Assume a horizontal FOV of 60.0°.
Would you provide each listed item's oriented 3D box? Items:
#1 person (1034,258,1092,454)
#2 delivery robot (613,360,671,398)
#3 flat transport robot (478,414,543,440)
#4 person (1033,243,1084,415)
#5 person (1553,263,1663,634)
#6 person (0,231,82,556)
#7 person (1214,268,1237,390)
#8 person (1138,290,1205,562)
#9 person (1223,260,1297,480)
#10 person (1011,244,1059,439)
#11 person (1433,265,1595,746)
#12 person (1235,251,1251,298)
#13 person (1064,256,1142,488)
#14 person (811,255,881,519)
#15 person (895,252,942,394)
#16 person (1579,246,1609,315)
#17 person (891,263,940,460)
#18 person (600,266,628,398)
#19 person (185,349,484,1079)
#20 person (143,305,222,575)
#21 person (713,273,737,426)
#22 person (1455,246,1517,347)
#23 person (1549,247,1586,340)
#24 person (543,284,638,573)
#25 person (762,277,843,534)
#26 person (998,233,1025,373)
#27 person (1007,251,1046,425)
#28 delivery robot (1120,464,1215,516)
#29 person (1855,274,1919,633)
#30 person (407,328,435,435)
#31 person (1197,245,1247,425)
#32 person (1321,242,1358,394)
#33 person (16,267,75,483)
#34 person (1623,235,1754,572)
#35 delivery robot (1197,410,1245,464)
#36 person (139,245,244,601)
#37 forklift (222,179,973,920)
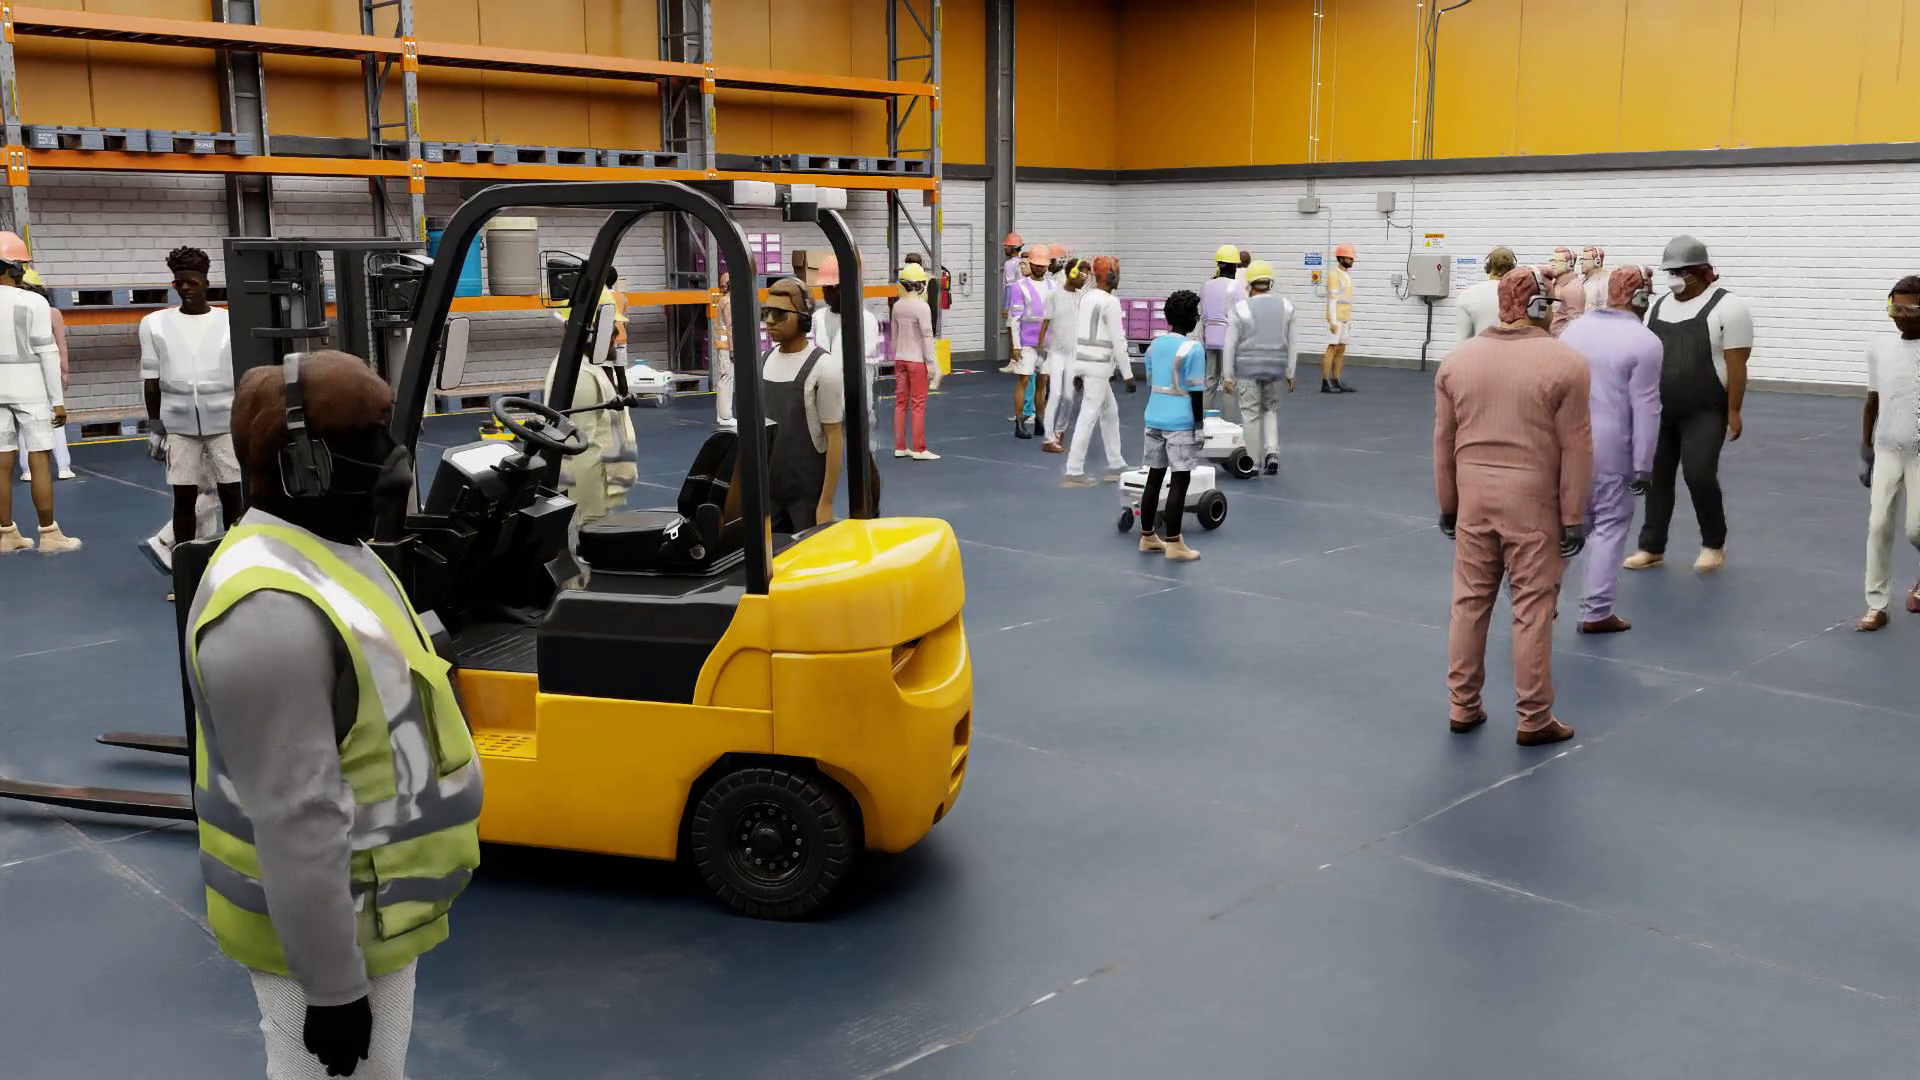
[{"bbox_3d":[0.964,-1.745,15.675,0.590,1.825,0.646,-5,12,-25],"label":"person"},{"bbox_3d":[-3.771,-1.879,19.588,0.707,0.478,0.477,1,10,3],"label":"delivery robot"},{"bbox_3d":[-4.067,-1.151,16.647,1.431,0.197,0.652,-4,11,-18],"label":"flat transport robot"},{"bbox_3d":[1.205,-2.377,18.805,0.974,1.953,0.636,-3,11,-15],"label":"person"},{"bbox_3d":[3.220,-0.451,8.431,0.524,1.882,0.688,-5,12,-26],"label":"person"},{"bbox_3d":[-5.941,-0.910,10.497,0.607,2.044,0.371,1,10,4],"label":"person"},{"bbox_3d":[3.498,-2.835,21.853,0.516,1.713,0.691,7,12,32],"label":"person"},{"bbox_3d":[1.340,-0.713,10.400,0.324,1.688,0.536,-5,12,-27],"label":"person"},{"bbox_3d":[2.461,-1.392,13.731,0.620,1.818,0.424,-2,11,-11],"label":"person"},{"bbox_3d":[0.775,-1.978,16.633,0.547,1.930,0.384,-6,12,-29],"label":"person"},{"bbox_3d":[2.218,-0.136,6.664,0.643,1.905,0.400,10,14,44],"label":"person"},{"bbox_3d":[3.910,-3.140,23.339,0.629,1.789,0.965,-2,11,-11],"label":"person"},{"bbox_3d":[1.205,-1.350,13.408,0.878,1.846,0.576,-3,11,-17],"label":"person"},{"bbox_3d":[-0.802,-0.887,10.808,0.551,1.883,0.993,6,12,30],"label":"person"},{"bbox_3d":[-0.538,-2.809,21.497,0.630,1.811,0.875,6,12,28],"label":"person"},{"bbox_3d":[6.548,-2.105,17.388,0.410,1.908,0.643,-2,11,-12],"label":"person"},{"bbox_3d":[-0.413,-1.602,15.023,0.308,1.772,0.526,-9,14,-41],"label":"person"},{"bbox_3d":[-3.884,-2.195,18.456,0.318,1.697,0.536,5,11,24],"label":"person"},{"bbox_3d":[-0.991,0.616,2.723,0.429,1.847,0.622,-3,11,-15],"label":"person"},{"bbox_3d":[-4.545,-0.564,9.756,0.518,1.620,0.550,8,13,38],"label":"person"},{"bbox_3d":[-2.467,-2.031,17.751,0.318,1.630,0.512,-2,11,-13],"label":"person"},{"bbox_3d":[4.195,-1.325,13.049,0.630,1.940,0.372,3,11,15],"label":"person"},{"bbox_3d":[5.586,-1.777,15.582,0.410,1.913,0.651,0,10,2],"label":"person"},{"bbox_3d":[-1.595,-0.200,7.210,0.403,1.829,0.599,-3,11,-16],"label":"person"},{"bbox_3d":[-0.723,-0.195,7.141,0.508,1.847,0.345,8,13,36],"label":"person"},{"bbox_3d":[0.787,-3.484,24.526,0.363,2.048,0.608,5,12,26],"label":"person"},{"bbox_3d":[0.769,-2.168,17.888,0.388,1.849,0.565,-5,11,-25],"label":"person"},{"bbox_3d":[1.426,-0.381,11.421,0.707,0.478,0.477,-9,14,-42],"label":"delivery robot"},{"bbox_3d":[4.927,-0.446,8.559,0.677,1.837,0.549,-9,13,-39],"label":"person"},{"bbox_3d":[-5.484,-1.788,16.448,0.539,1.610,0.484,-2,11,-11],"label":"person"},{"bbox_3d":[2.584,-1.913,16.284,0.369,1.928,0.585,-9,14,-42],"label":"person"},{"bbox_3d":[4.899,-2.844,21.348,0.377,1.934,0.552,7,13,35],"label":"person"},{"bbox_3d":[-7.626,-1.352,13.685,0.526,1.762,0.336,-5,11,-25],"label":"person"},{"bbox_3d":[4.325,-0.814,9.982,0.535,2.000,0.735,-7,12,-34],"label":"person"},{"bbox_3d":[2.125,-0.850,13.976,0.707,0.478,0.477,0,10,-3],"label":"delivery robot"},{"bbox_3d":[-4.208,-0.644,9.255,0.608,1.966,0.371,-3,11,-16],"label":"person"},{"bbox_3d":[-1.114,-0.058,5.440,2.313,2.155,1.214,2,11,13],"label":"forklift"}]
